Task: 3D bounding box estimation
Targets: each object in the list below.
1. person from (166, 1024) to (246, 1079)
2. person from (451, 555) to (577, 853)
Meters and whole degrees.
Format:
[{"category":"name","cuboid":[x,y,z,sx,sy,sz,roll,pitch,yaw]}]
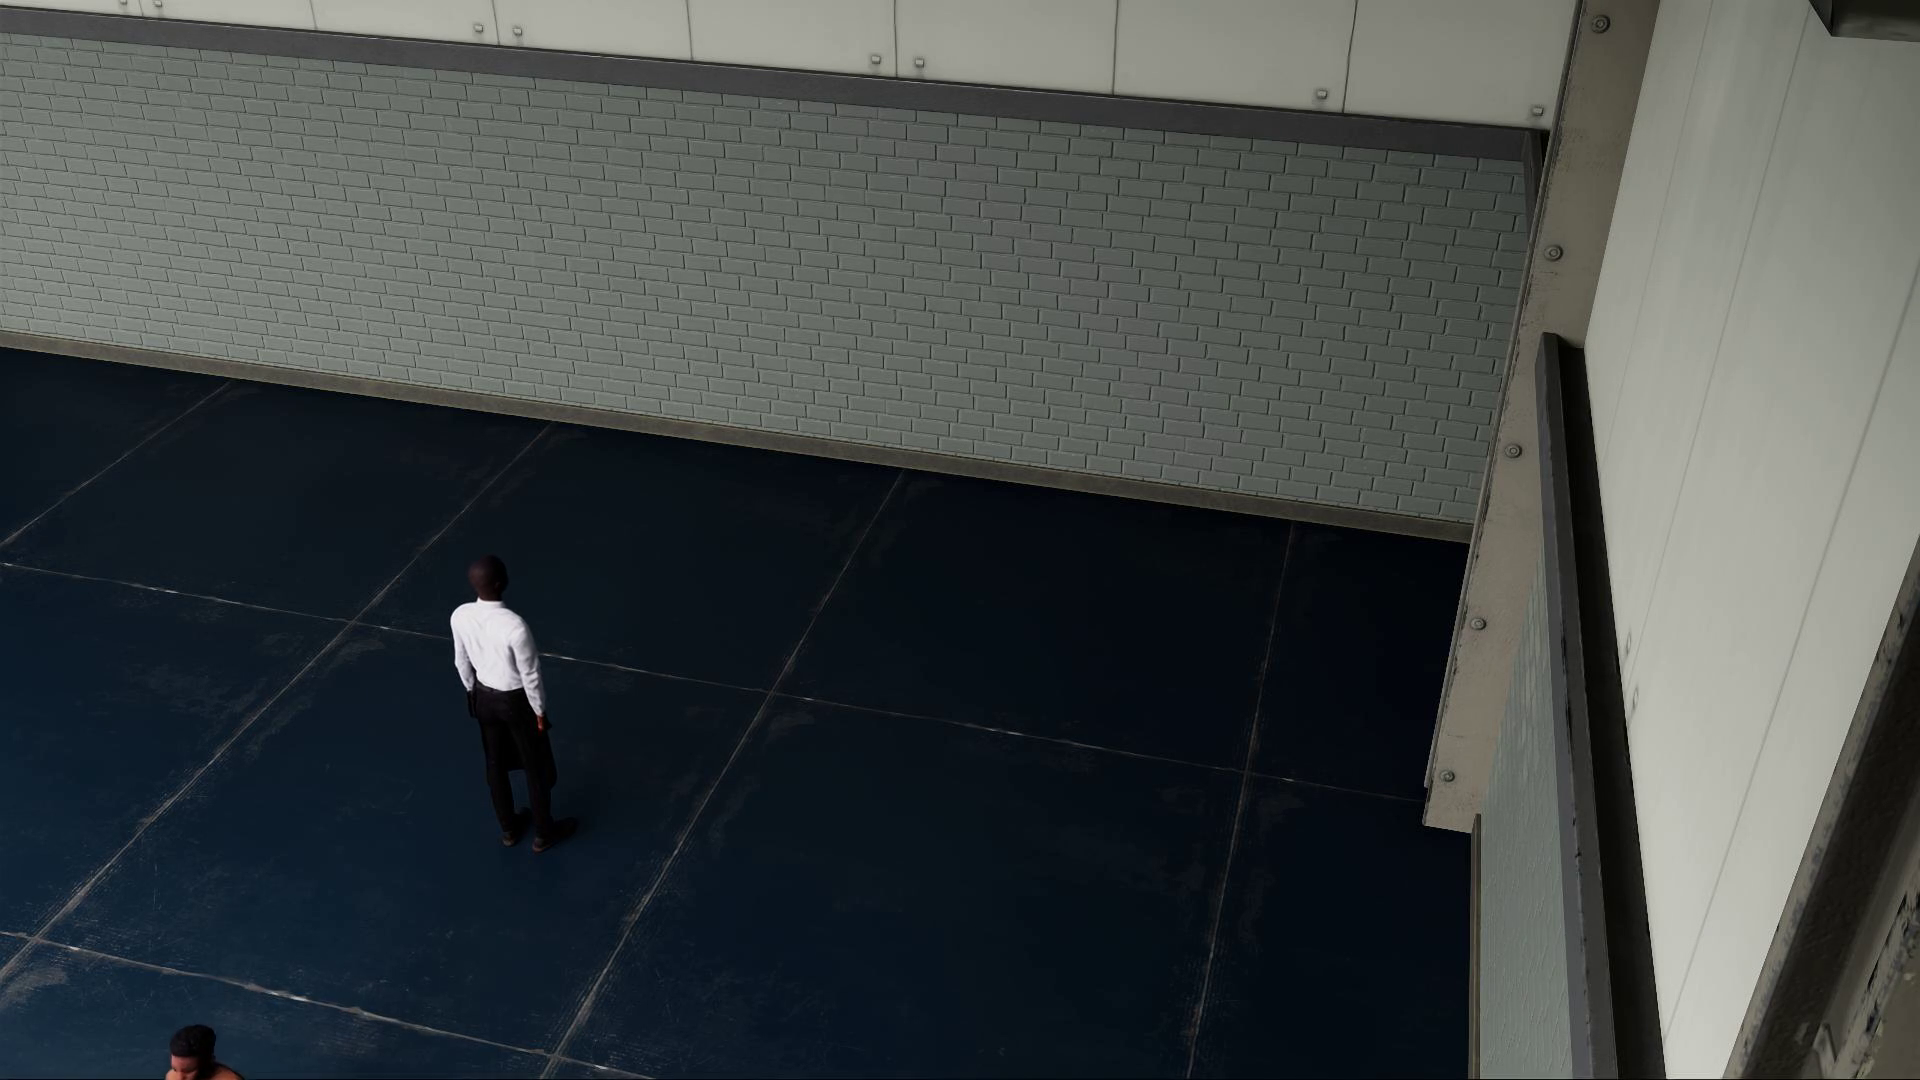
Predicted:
[{"category":"person","cuboid":[-3.066,2.454,7.006,0.567,1.246,0.593,3,32,5]},{"category":"person","cuboid":[-2.434,0.889,8.936,0.650,1.835,0.551,11,34,17]}]
